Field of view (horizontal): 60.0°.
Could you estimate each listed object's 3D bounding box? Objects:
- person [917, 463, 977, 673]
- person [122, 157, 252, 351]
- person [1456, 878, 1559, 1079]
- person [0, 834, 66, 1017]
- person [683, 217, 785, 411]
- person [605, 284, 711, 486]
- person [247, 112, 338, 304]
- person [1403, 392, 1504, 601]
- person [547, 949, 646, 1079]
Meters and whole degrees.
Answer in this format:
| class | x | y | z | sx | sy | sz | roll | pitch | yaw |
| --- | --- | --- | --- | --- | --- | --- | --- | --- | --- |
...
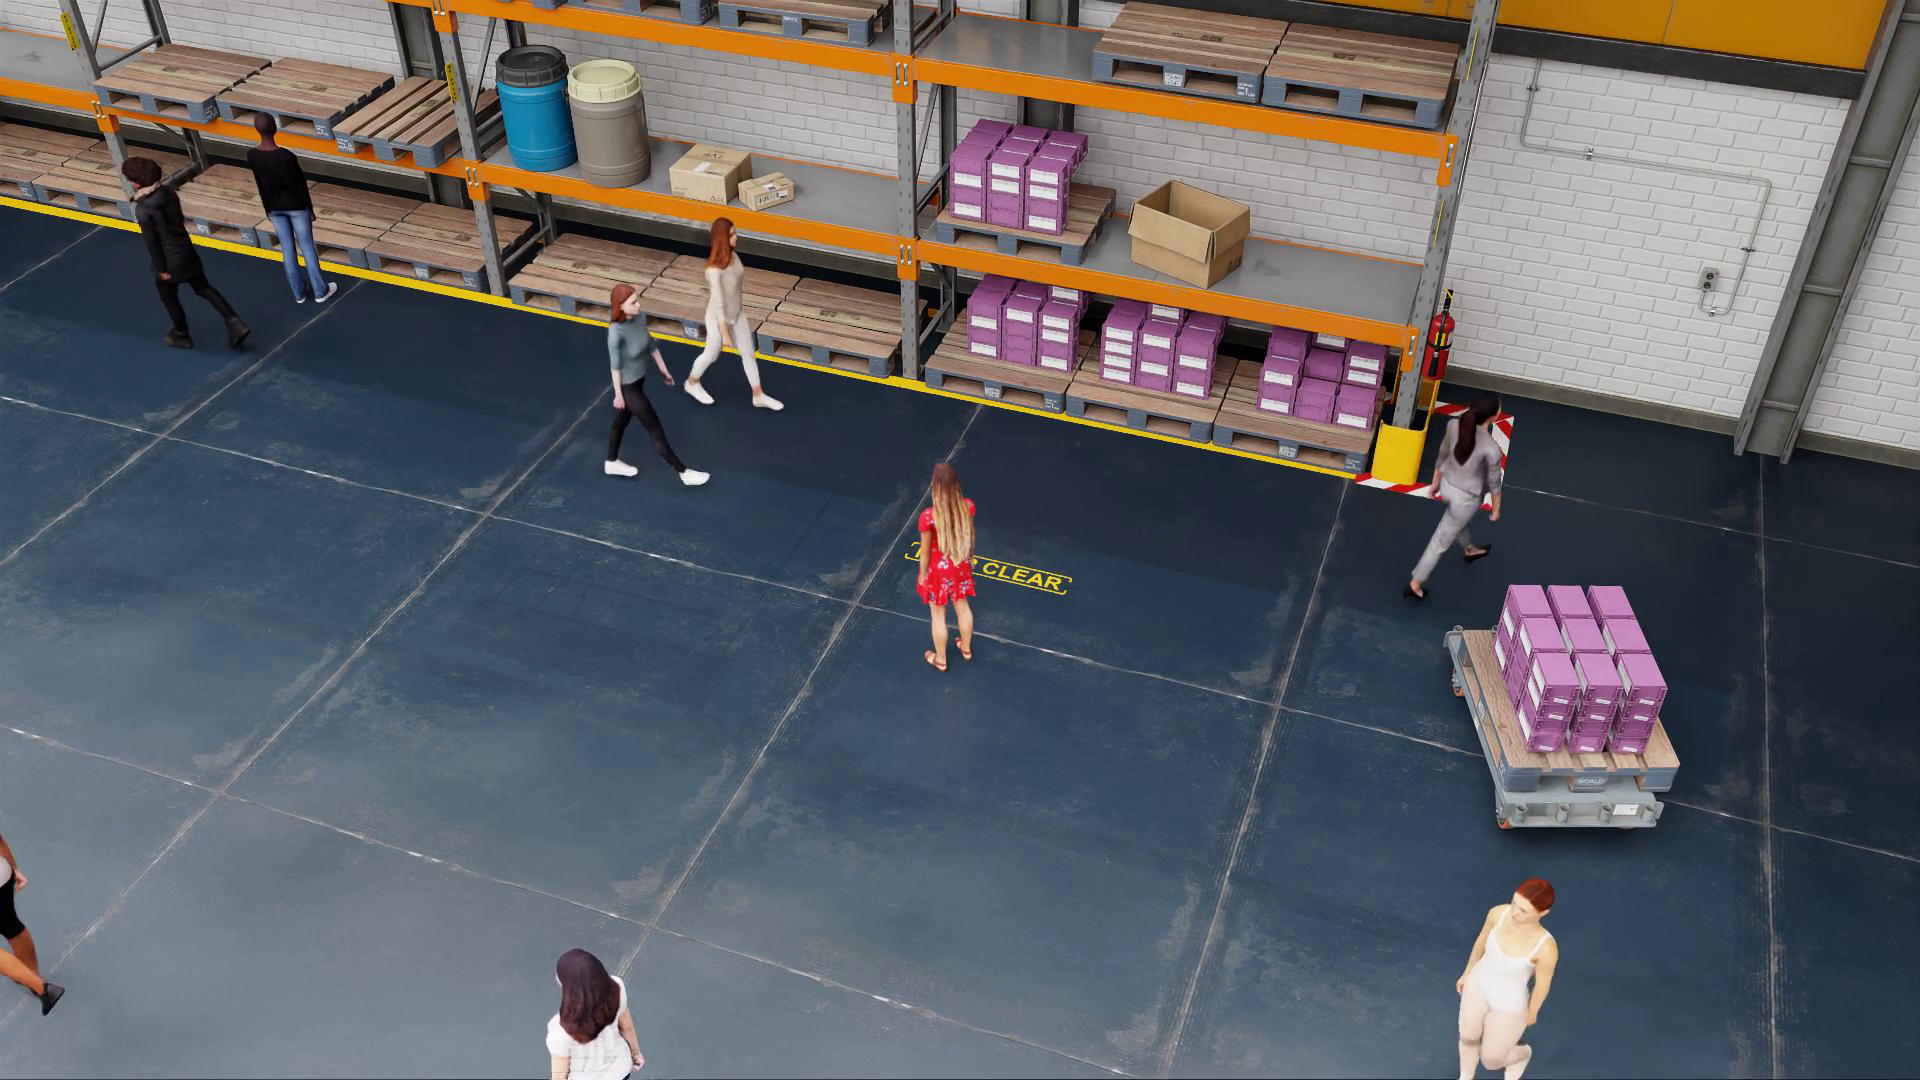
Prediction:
| class | x | y | z | sx | sy | sz | roll | pitch | yaw |
| --- | --- | --- | --- | --- | --- | --- | --- | --- | --- |
| person | -0.087 | 0.181 | 10.747 | 0.663 | 1.592 | 0.713 | -19 | 42 | -22 |
| person | -6.431 | -2.333 | 13.765 | 1.062 | 1.755 | 0.611 | 12 | 40 | 15 |
| person | 2.700 | 2.208 | 8.179 | 0.822 | 1.631 | 0.781 | -22 | 44 | -25 |
| person | -5.001 | 1.842 | 8.554 | 0.866 | 1.735 | 0.664 | 19 | 42 | 22 |
| person | -1.935 | -1.758 | 13.104 | 1.070 | 1.682 | 0.611 | 12 | 40 | 15 |
| person | -2.492 | -1.134 | 12.313 | 1.128 | 1.695 | 0.666 | 9 | 39 | 11 |
| person | -5.842 | -2.876 | 14.449 | 0.576 | 1.750 | 0.716 | 1 | 39 | 1 |
| person | 3.312 | -0.232 | 11.242 | 1.120 | 1.621 | 1.120 | -21 | 43 | -24 |
| person | -1.606 | 2.557 | 7.722 | 1.094 | 1.656 | 0.695 | 19 | 42 | 22 |
